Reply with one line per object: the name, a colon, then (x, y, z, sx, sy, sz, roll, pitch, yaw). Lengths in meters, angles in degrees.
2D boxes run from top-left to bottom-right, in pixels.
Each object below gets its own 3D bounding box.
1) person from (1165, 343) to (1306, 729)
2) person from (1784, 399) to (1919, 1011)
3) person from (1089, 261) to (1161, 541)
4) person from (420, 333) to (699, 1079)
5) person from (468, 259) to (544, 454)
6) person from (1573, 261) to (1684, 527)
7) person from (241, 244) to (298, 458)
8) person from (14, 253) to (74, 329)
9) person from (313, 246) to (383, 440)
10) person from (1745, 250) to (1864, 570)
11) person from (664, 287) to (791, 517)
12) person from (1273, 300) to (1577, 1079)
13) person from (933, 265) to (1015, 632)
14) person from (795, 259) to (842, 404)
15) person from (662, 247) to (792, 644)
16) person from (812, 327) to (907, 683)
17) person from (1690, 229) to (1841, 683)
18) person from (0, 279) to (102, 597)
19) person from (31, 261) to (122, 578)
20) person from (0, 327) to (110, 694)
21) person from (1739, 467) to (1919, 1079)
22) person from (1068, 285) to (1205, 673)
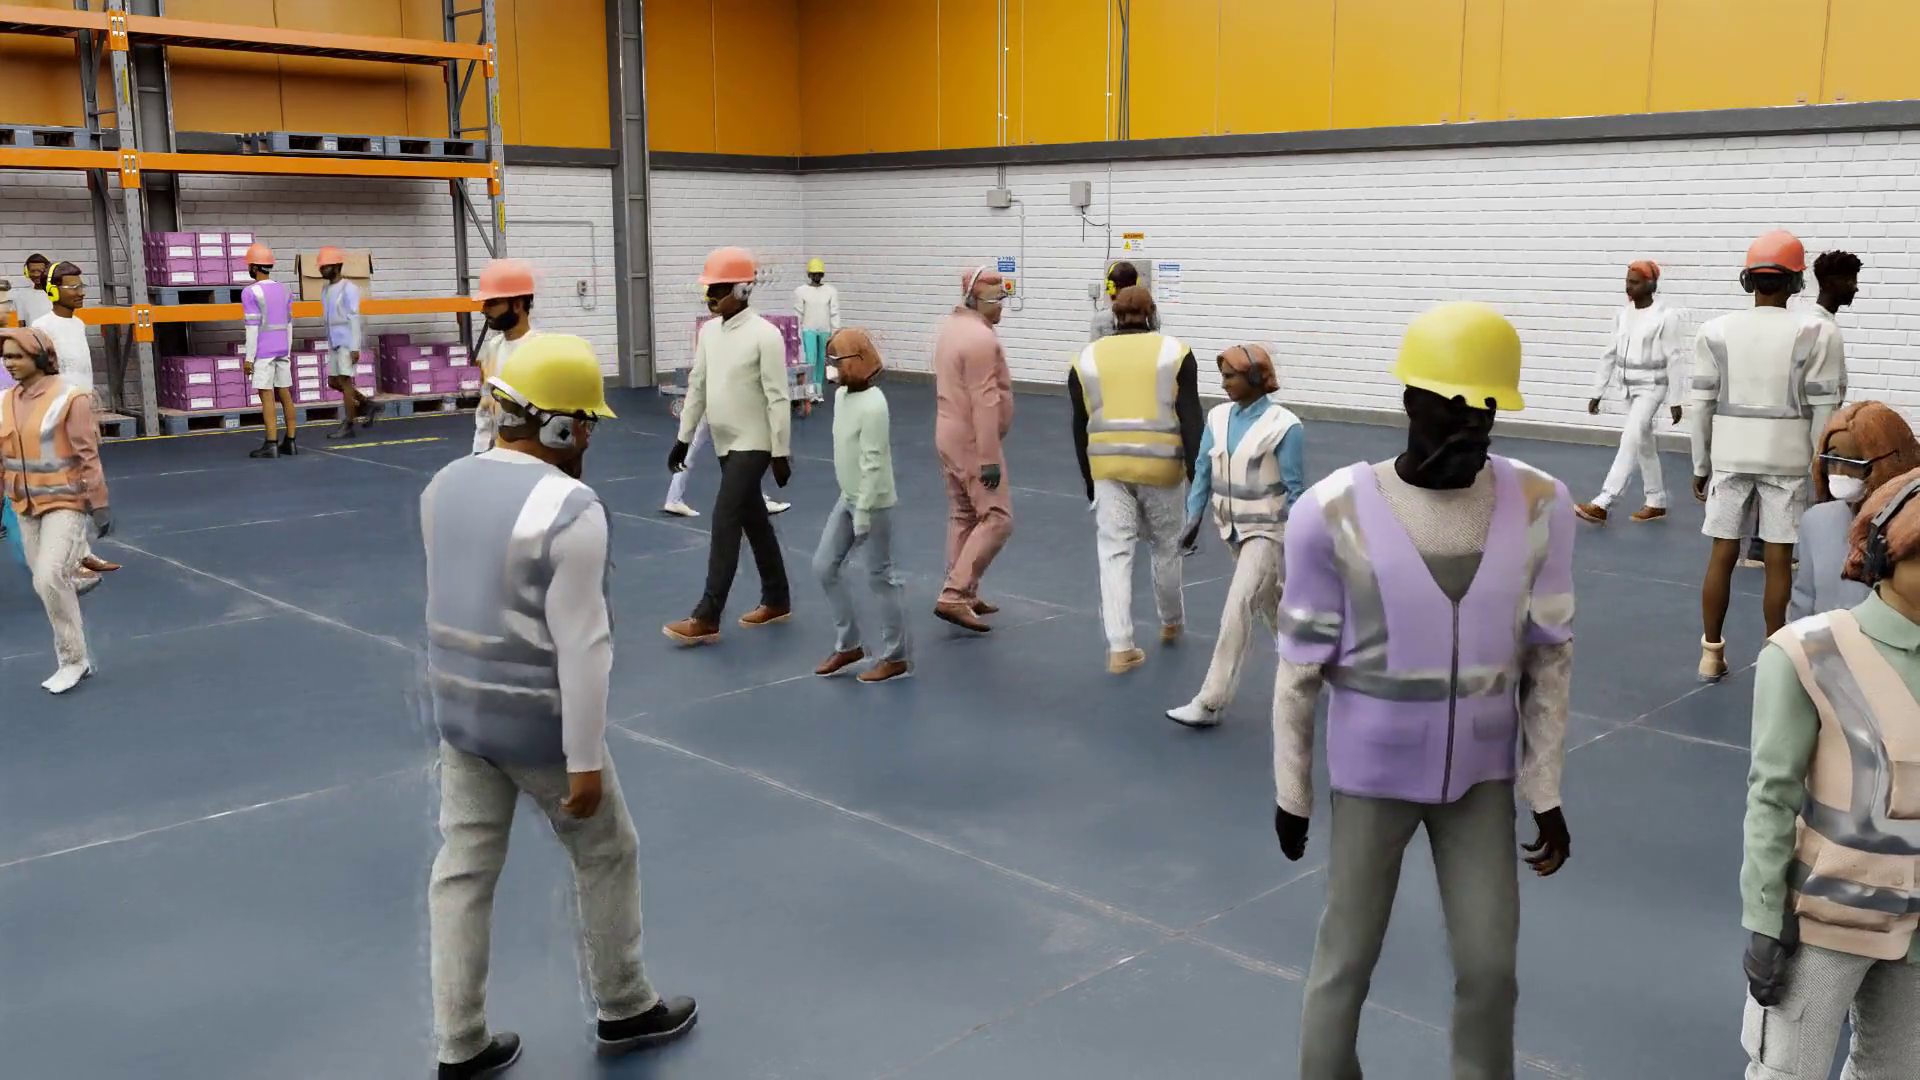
person: (1.231, -0.030, 6.961, 0.929, 1.581, 0.508, -6, 12, -32)
person: (2.280, 0.450, 4.215, 0.371, 1.614, 0.541, -2, 11, -13)
person: (1.042, -0.935, 11.178, 0.562, 1.841, 0.768, -3, 11, -18)
person: (-0.975, 0.408, 3.986, 0.593, 1.788, 0.758, 7, 12, 32)
person: (-2.069, -0.320, 7.649, 0.684, 1.914, 0.563, -8, 13, -36)
person: (4.636, -1.005, 11.572, 0.970, 1.832, 0.608, -3, 11, -17)
person: (-6.311, -1.713, 15.154, 0.348, 1.943, 0.543, 4, 11, 20)
person: (-8.335, -1.679, 15.208, 0.509, 1.860, 0.318, -3, 11, -16)
person: (-6.116, -1.970, 16.636, 0.552, 1.922, 0.616, 8, 13, 37)
person: (5.207, -0.738, 9.865, 0.941, 1.923, 0.637, 5, 11, 25)
person: (-1.718, -1.007, 11.906, 0.905, 1.718, 0.536, -3, 11, -18)
person: (0.937, 0.477, 3.370, 0.593, 1.908, 0.470, -1, 10, -6)
person: (0.078, -0.460, 8.548, 0.411, 1.883, 0.693, -3, 11, -16)
person: (-1.685, -2.488, 19.943, 0.536, 1.728, 0.849, -3, 11, -16)
person: (-1.197, -0.469, 8.333, 0.952, 1.955, 0.634, -8, 13, -37)
person: (-0.474, -0.140, 7.464, 0.547, 1.608, 0.531, -5, 12, -25)
person: (3.570, -0.348, 7.424, 0.608, 2.048, 0.365, 8, 13, 37)
person: (-5.213, -0.522, 9.066, 0.951, 1.795, 0.587, -2, 11, -9)
person: (-5.242, -0.701, 9.833, 0.335, 1.873, 0.520, -1, 10, -3)
person: (-4.058, -0.120, 7.322, 0.547, 1.621, 0.487, 3, 11, 17)
person: (1.594, 0.684, 2.909, 0.513, 1.640, 0.309, -2, 11, -9)
person: (0.876, -0.312, 7.964, 0.691, 1.782, 0.935, 3, 11, 16)
